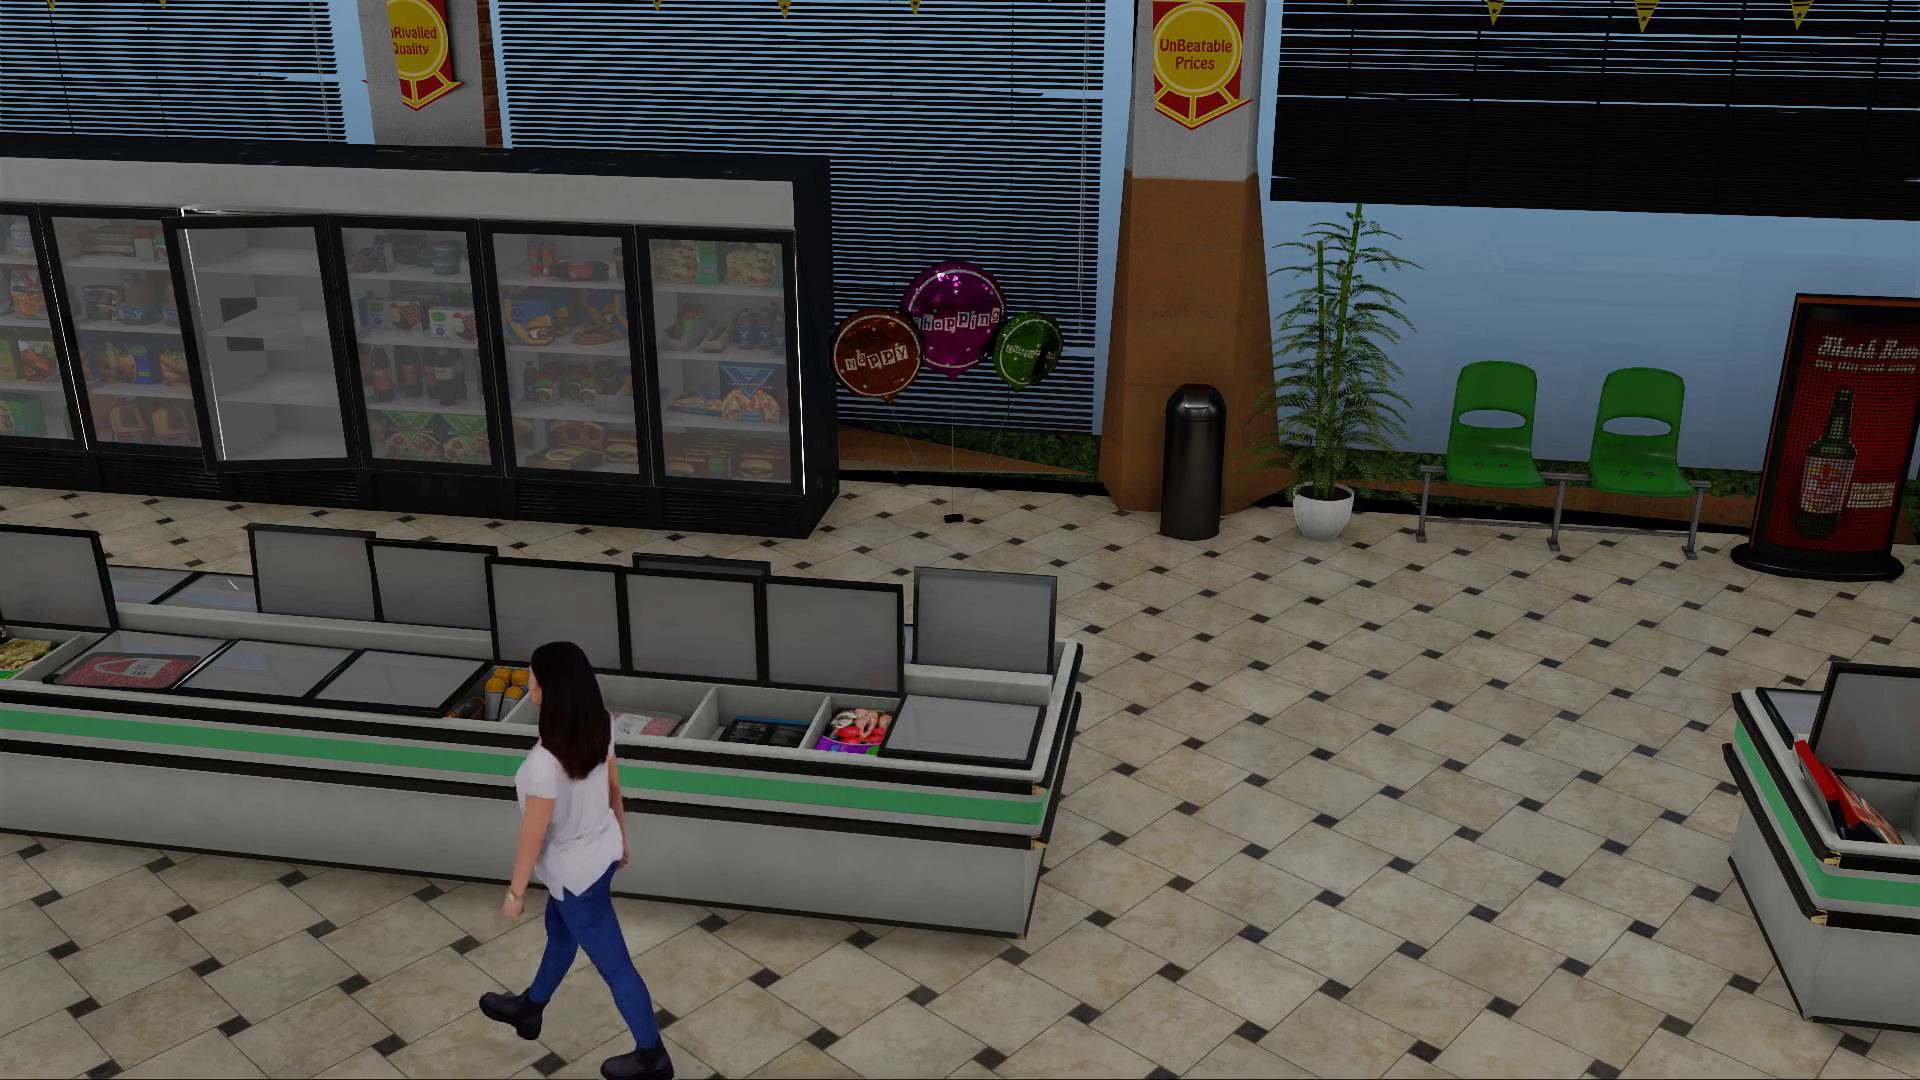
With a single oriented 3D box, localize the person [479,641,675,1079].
[{"bbox_3d":[-1.195,1.163,5.643,1.041,1.647,0.686,5,23,13],"label":"person"}]
